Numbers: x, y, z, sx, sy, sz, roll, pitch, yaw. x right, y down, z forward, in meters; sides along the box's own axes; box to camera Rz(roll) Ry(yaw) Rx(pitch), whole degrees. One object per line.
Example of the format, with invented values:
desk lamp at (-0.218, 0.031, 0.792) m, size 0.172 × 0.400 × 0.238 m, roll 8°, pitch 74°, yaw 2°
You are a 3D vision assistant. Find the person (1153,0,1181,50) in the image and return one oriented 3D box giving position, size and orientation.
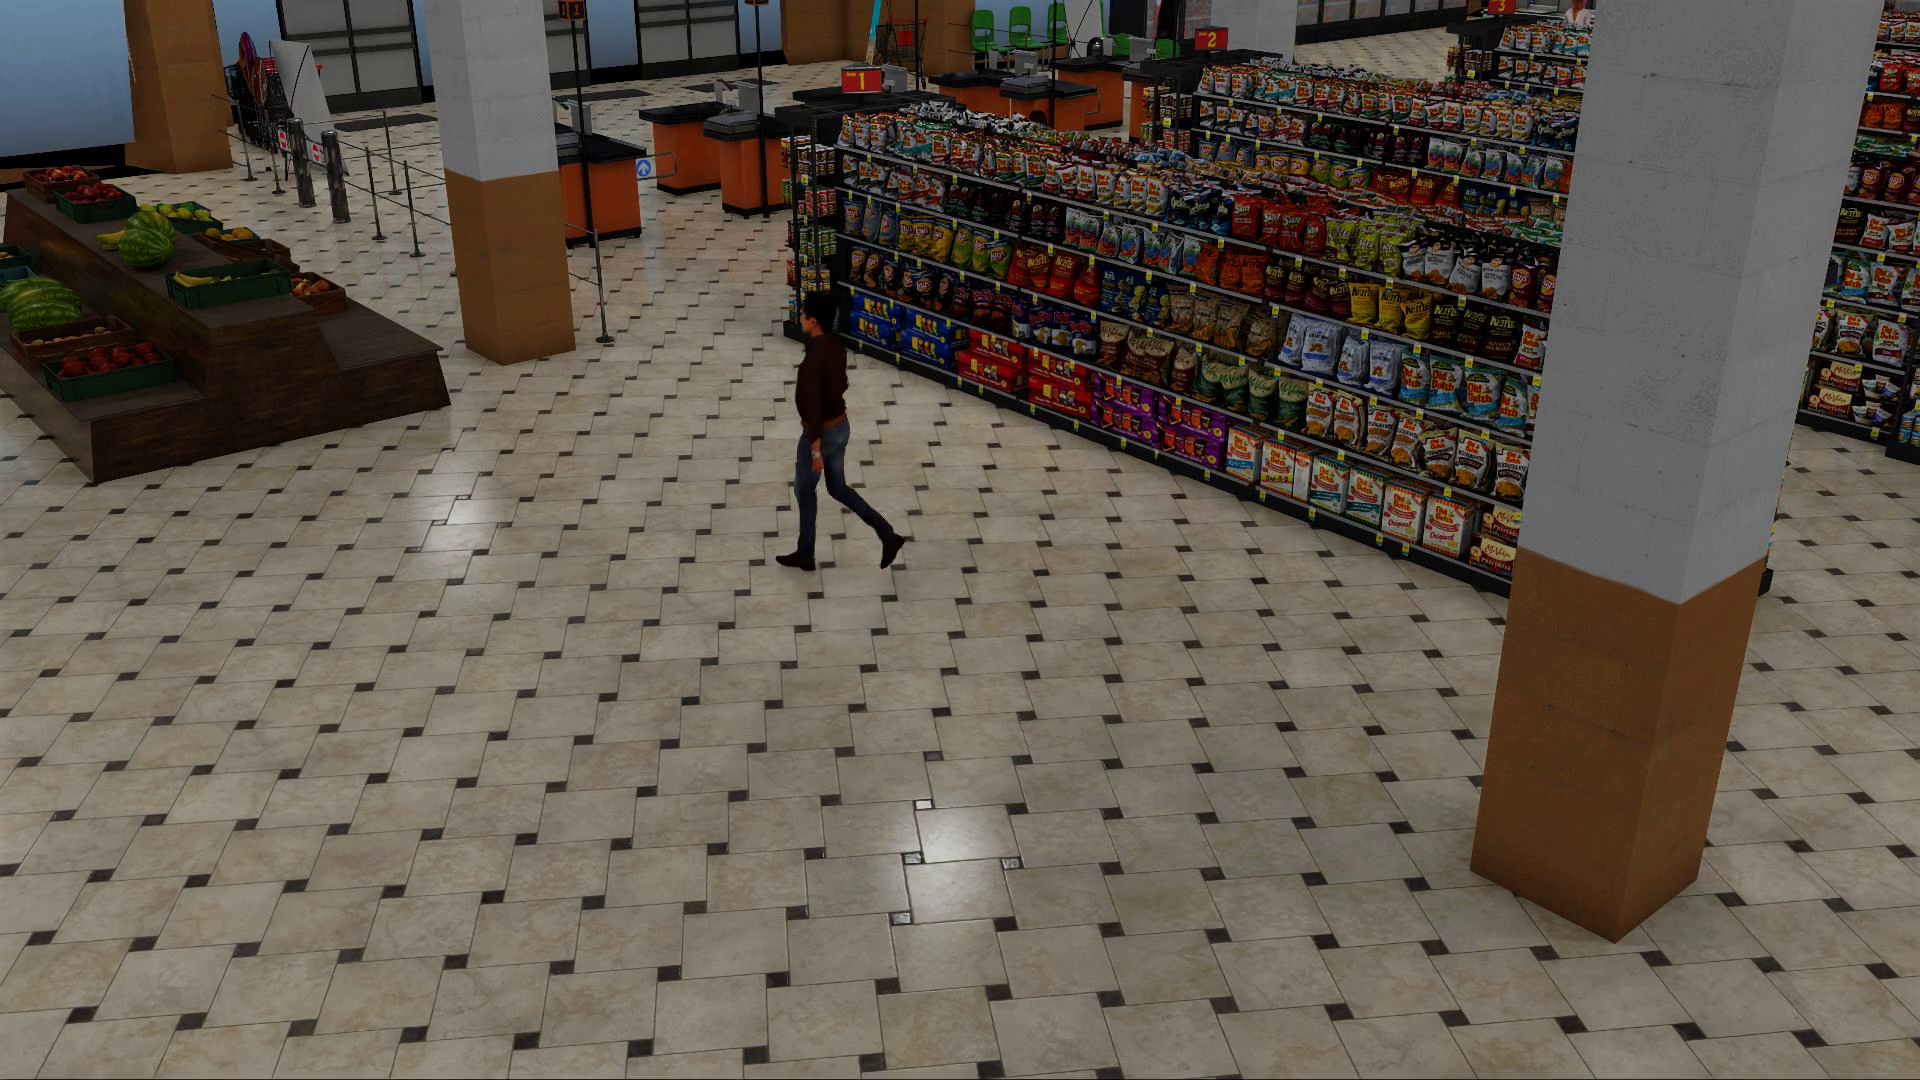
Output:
person at (3.496, -8.679, 28.199) m, size 0.654 × 1.847 × 0.599 m, roll -15°, pitch 28°, yaw -30°

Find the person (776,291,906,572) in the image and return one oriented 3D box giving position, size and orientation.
person at (-0.716, -0.596, 9.837) m, size 1.165 × 1.758 × 0.966 m, roll 9°, pitch 25°, yaw 19°

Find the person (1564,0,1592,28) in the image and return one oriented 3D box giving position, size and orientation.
person at (9.823, -7.912, 26.591) m, size 0.663 × 1.731 × 0.449 m, roll -20°, pitch 30°, yaw -38°
